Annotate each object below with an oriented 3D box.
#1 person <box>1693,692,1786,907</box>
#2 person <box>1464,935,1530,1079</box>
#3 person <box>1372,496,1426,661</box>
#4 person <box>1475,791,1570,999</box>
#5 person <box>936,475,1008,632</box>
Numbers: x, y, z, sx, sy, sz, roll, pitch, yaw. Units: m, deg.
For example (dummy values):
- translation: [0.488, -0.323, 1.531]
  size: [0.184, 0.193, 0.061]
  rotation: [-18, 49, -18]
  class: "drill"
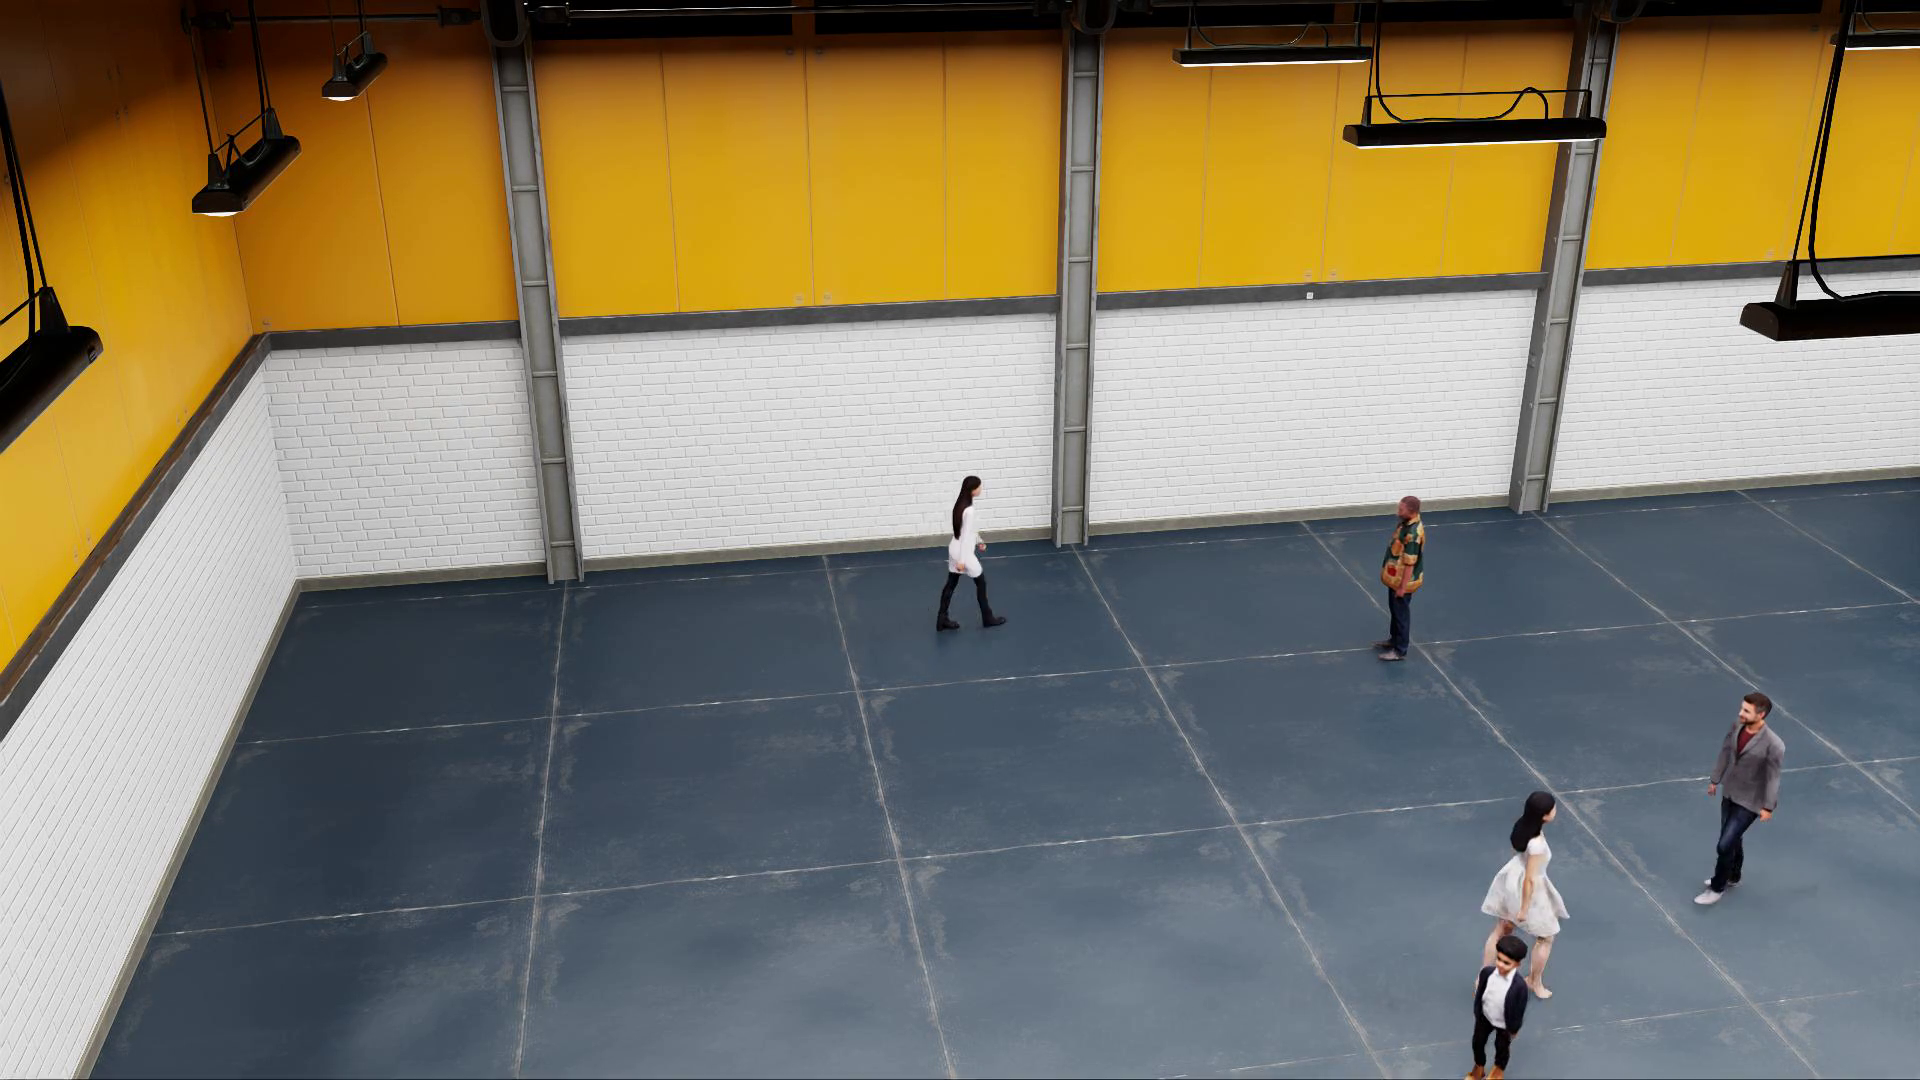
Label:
- translation: [6.329, 2.047, 13.312]
  size: [0.831, 1.852, 0.745]
  rotation: [-6, 24, -14]
  class: "person"
- translation: [3.734, 3.217, 11.429]
  size: [0.629, 1.215, 0.681]
  rotation: [21, 31, 39]
  class: "person"
- translation: [4.578, 0.375, 17.189]
  size: [0.735, 1.808, 0.756]
  rotation: [1, 24, 3]
  class: "person"
- translation: [4.015, 2.612, 12.144]
  size: [0.828, 1.751, 0.687]
  rotation: [-1, 24, -2]
  class: "person"
- translation: [-0.074, 0.176, 17.698]
  size: [1.015, 1.766, 0.702]
  rotation: [-8, 25, -17]
  class: "person"
